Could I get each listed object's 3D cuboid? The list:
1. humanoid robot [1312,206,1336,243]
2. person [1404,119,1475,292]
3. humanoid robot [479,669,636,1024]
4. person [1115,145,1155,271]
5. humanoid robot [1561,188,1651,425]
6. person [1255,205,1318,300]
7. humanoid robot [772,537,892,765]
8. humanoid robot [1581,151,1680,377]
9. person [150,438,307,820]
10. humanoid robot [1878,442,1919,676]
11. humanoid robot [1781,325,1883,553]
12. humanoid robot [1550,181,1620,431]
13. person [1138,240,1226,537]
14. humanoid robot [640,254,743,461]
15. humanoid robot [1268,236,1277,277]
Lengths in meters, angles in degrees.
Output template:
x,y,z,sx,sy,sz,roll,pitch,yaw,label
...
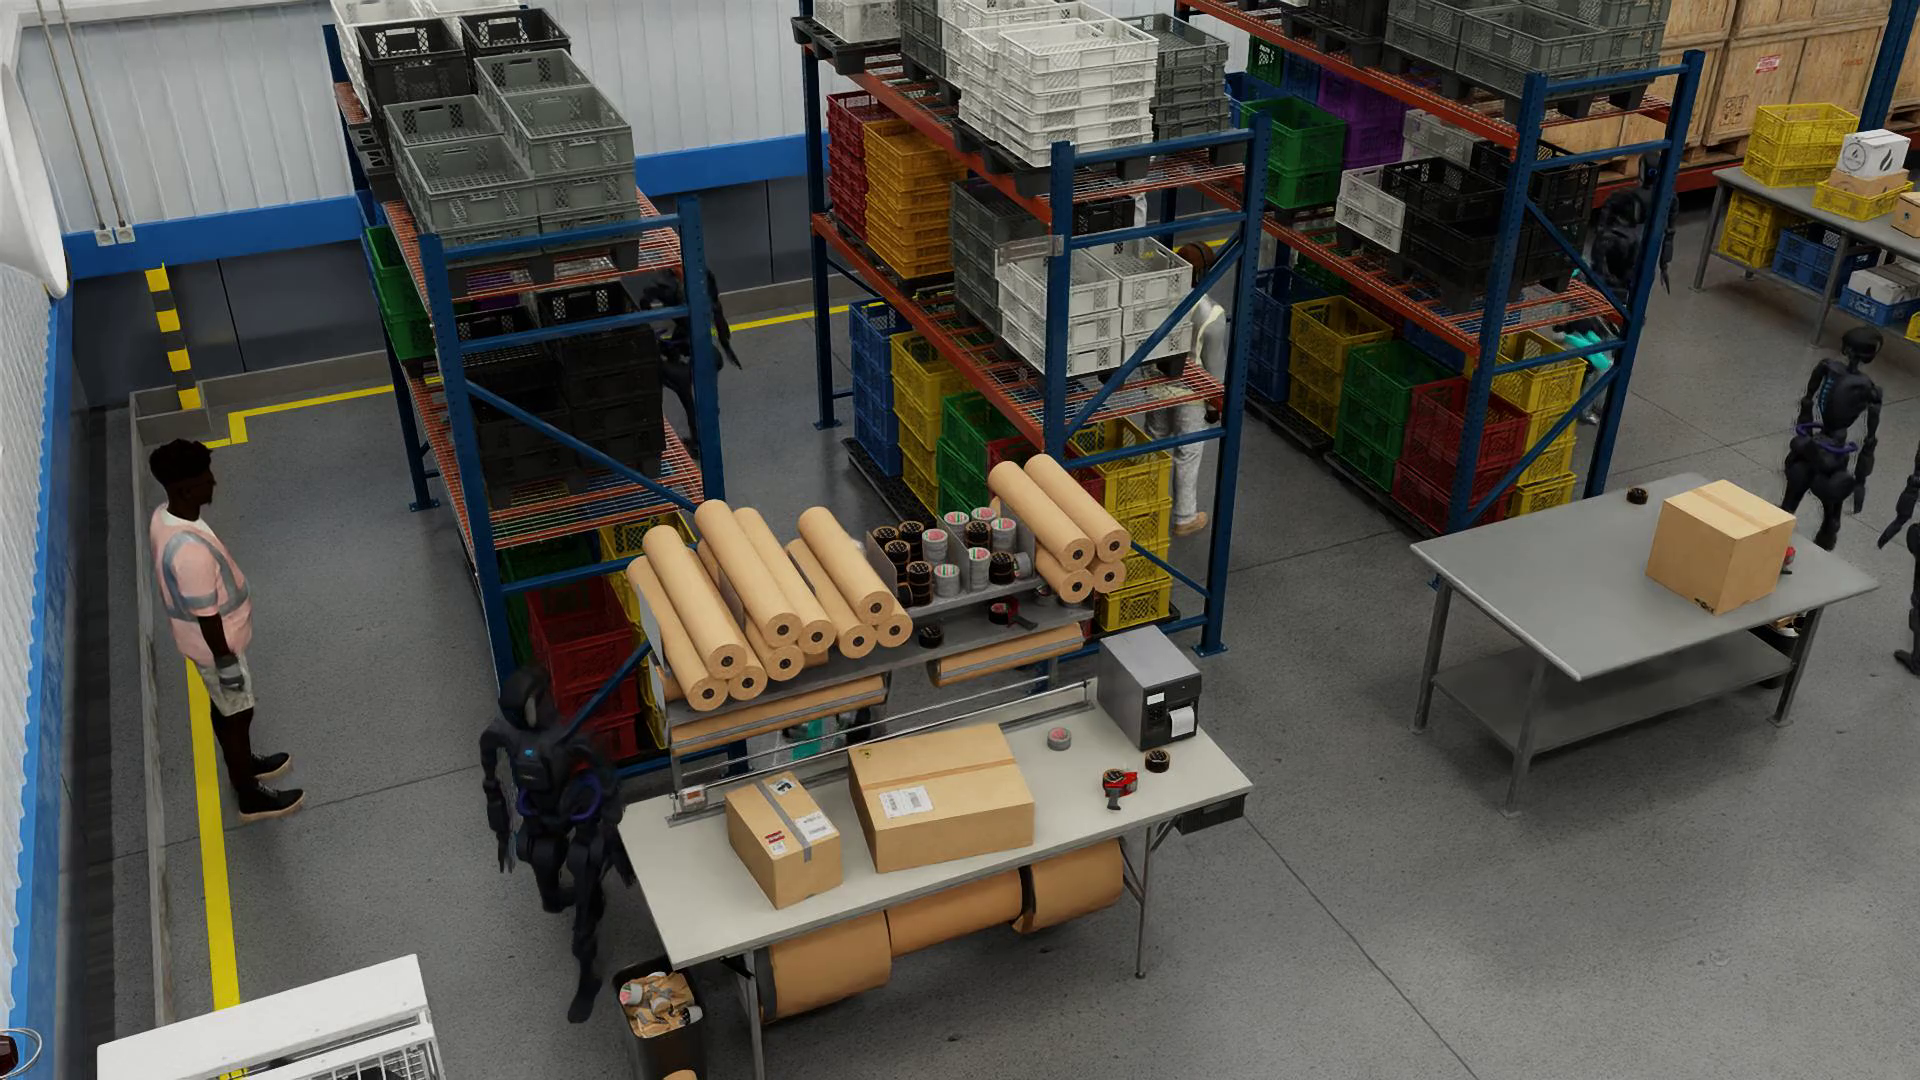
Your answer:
x,y,z,sx,sy,sz,roll,pitch,yaw,label
3.023,-3.212,13.802,0.612,1.786,0.841,13,34,20,humanoid robot
3.326,-2.045,11.612,0.604,2.033,0.386,3,32,6,person
-1.585,1.145,6.789,0.610,1.634,0.635,5,32,9,humanoid robot
1.397,-3.074,13.423,0.354,1.883,0.572,5,32,7,person
4.377,-1.574,11.185,0.611,1.656,0.309,-18,36,-26,humanoid robot
2.506,-2.673,12.833,0.589,1.823,0.405,-3,32,-4,person
-0.618,0.893,7.131,0.550,1.766,0.803,12,34,18,humanoid robot
4.743,-1.945,11.780,0.595,1.653,0.325,2,32,3,humanoid robot
-3.423,0.425,7.676,0.372,1.957,0.604,-17,36,-26,person
5.227,-0.068,8.745,0.599,1.639,0.482,2,32,3,humanoid robot
4.827,-0.441,9.380,0.690,1.648,0.589,-9,33,-15,humanoid robot
4.175,-1.487,10.973,0.777,1.760,0.637,15,35,23,humanoid robot
1.322,-0.908,9.957,0.431,1.835,0.622,-26,40,-36,person
-1.711,-1.177,10.571,0.621,1.647,0.516,-20,37,-29,humanoid robot
2.639,-2.887,13.262,0.766,1.771,0.539,10,33,16,humanoid robot
